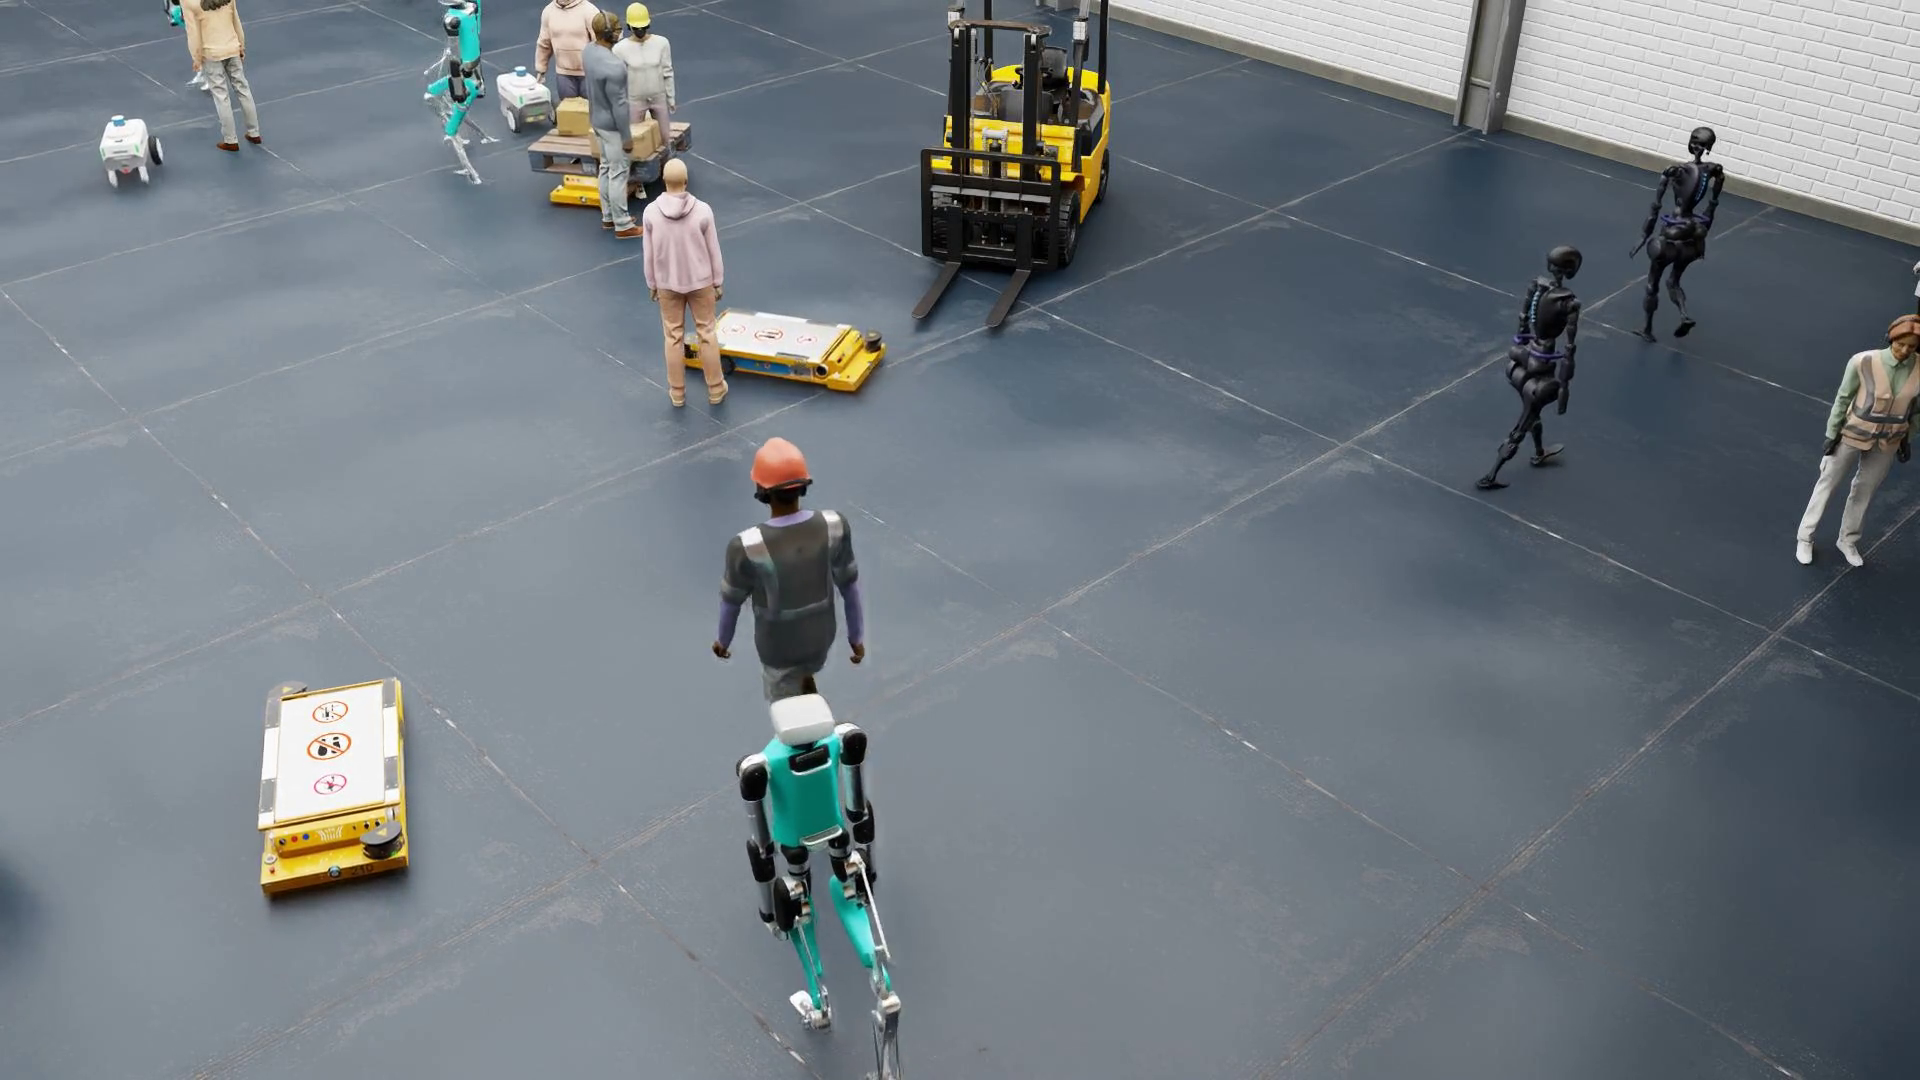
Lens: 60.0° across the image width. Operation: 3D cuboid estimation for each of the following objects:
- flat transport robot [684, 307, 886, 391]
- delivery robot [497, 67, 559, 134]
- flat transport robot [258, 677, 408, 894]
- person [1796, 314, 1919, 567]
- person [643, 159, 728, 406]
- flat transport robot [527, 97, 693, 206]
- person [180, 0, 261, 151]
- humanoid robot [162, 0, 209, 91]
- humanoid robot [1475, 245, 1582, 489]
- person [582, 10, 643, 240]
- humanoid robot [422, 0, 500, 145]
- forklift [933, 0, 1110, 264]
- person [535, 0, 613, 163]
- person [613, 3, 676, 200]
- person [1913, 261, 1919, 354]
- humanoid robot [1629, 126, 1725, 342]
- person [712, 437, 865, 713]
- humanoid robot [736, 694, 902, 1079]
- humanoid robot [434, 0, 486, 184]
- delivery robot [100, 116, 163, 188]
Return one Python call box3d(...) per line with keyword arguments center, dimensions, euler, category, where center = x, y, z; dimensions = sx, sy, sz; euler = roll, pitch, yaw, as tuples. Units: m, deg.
box3d(center=(-1.335, -1.420, 12.356), dimensions=(1.431, 0.231, 0.659), euler=(10, 34, 15), category="flat transport robot")
box3d(center=(-4.386, -4.467, 16.759), dimensions=(0.499, 0.576, 0.757), euler=(-19, 38, -26), category="delivery robot")
box3d(center=(-3.146, 1.171, 8.373), dimensions=(0.659, 0.231, 1.431), euler=(-9, 34, -14), category="flat transport robot")
box3d(center=(5.355, -0.585, 9.813), dimensions=(0.514, 1.639, 0.309), euler=(3, 33, 5), category="person")
box3d(center=(-1.896, -1.753, 11.478), dimensions=(0.539, 1.781, 0.398), euler=(-3, 33, -4), category="person")
box3d(center=(-3.219, -3.455, 15.483), dimensions=(0.659, 0.231, 1.431), euler=(7, 34, 11), category="flat transport robot")
box3d(center=(-7.055, -4.654, 15.856), dimensions=(0.408, 1.876, 0.561), euler=(23, 39, 30), category="person")
box3d(center=(-7.929, -5.543, 17.224), dimensions=(0.533, 1.677, 0.736), euler=(27, 41, 35), category="humanoid robot")
box3d(center=(3.727, -1.112, 10.617), dimensions=(0.750, 1.626, 0.591), euler=(-10, 34, -15), category="humanoid robot")
box3d(center=(-2.927, -3.479, 14.004), dimensions=(0.364, 1.934, 0.630), euler=(-18, 37, -26), category="person")
box3d(center=(-4.883, -4.566, 15.861), dimensions=(0.821, 1.777, 0.532), euler=(-11, 35, -17), category="humanoid robot")
box3d(center=(0.570, -3.725, 14.138), dimensions=(1.214, 2.155, 2.313), euler=(9, 34, 13), category="forklift")
box3d(center=(-3.535, -4.356, 15.417), dimensions=(0.819, 1.854, 0.434), euler=(6, 34, 9), category="person")
box3d(center=(-2.787, -3.901, 14.810), dimensions=(0.519, 1.759, 0.354), euler=(-14, 35, -20), category="person")
box3d(center=(7.126, -2.024, 11.973), dimensions=(0.532, 1.697, 0.319), euler=(-10, 34, -15), category="person")
box3d(center=(5.324, -2.225, 12.304), dimensions=(0.584, 1.647, 0.454), euler=(-7, 34, -11), category="humanoid robot")
box3d(center=(-0.838, 0.422, 7.934), dimensions=(0.634, 2.012, 0.817), euler=(-20, 38, -28), category="person")
box3d(center=(-0.434, 1.538, 6.506), dimensions=(0.534, 1.774, 0.977), euler=(-17, 37, -25), category="humanoid robot")
box3d(center=(-4.649, -4.129, 15.182), dimensions=(0.690, 1.802, 0.546), euler=(5, 33, 8), category="humanoid robot")
box3d(center=(-7.795, -3.669, 15.552), dimensions=(0.499, 0.596, 0.775), euler=(-10, 34, -15), category="delivery robot")
